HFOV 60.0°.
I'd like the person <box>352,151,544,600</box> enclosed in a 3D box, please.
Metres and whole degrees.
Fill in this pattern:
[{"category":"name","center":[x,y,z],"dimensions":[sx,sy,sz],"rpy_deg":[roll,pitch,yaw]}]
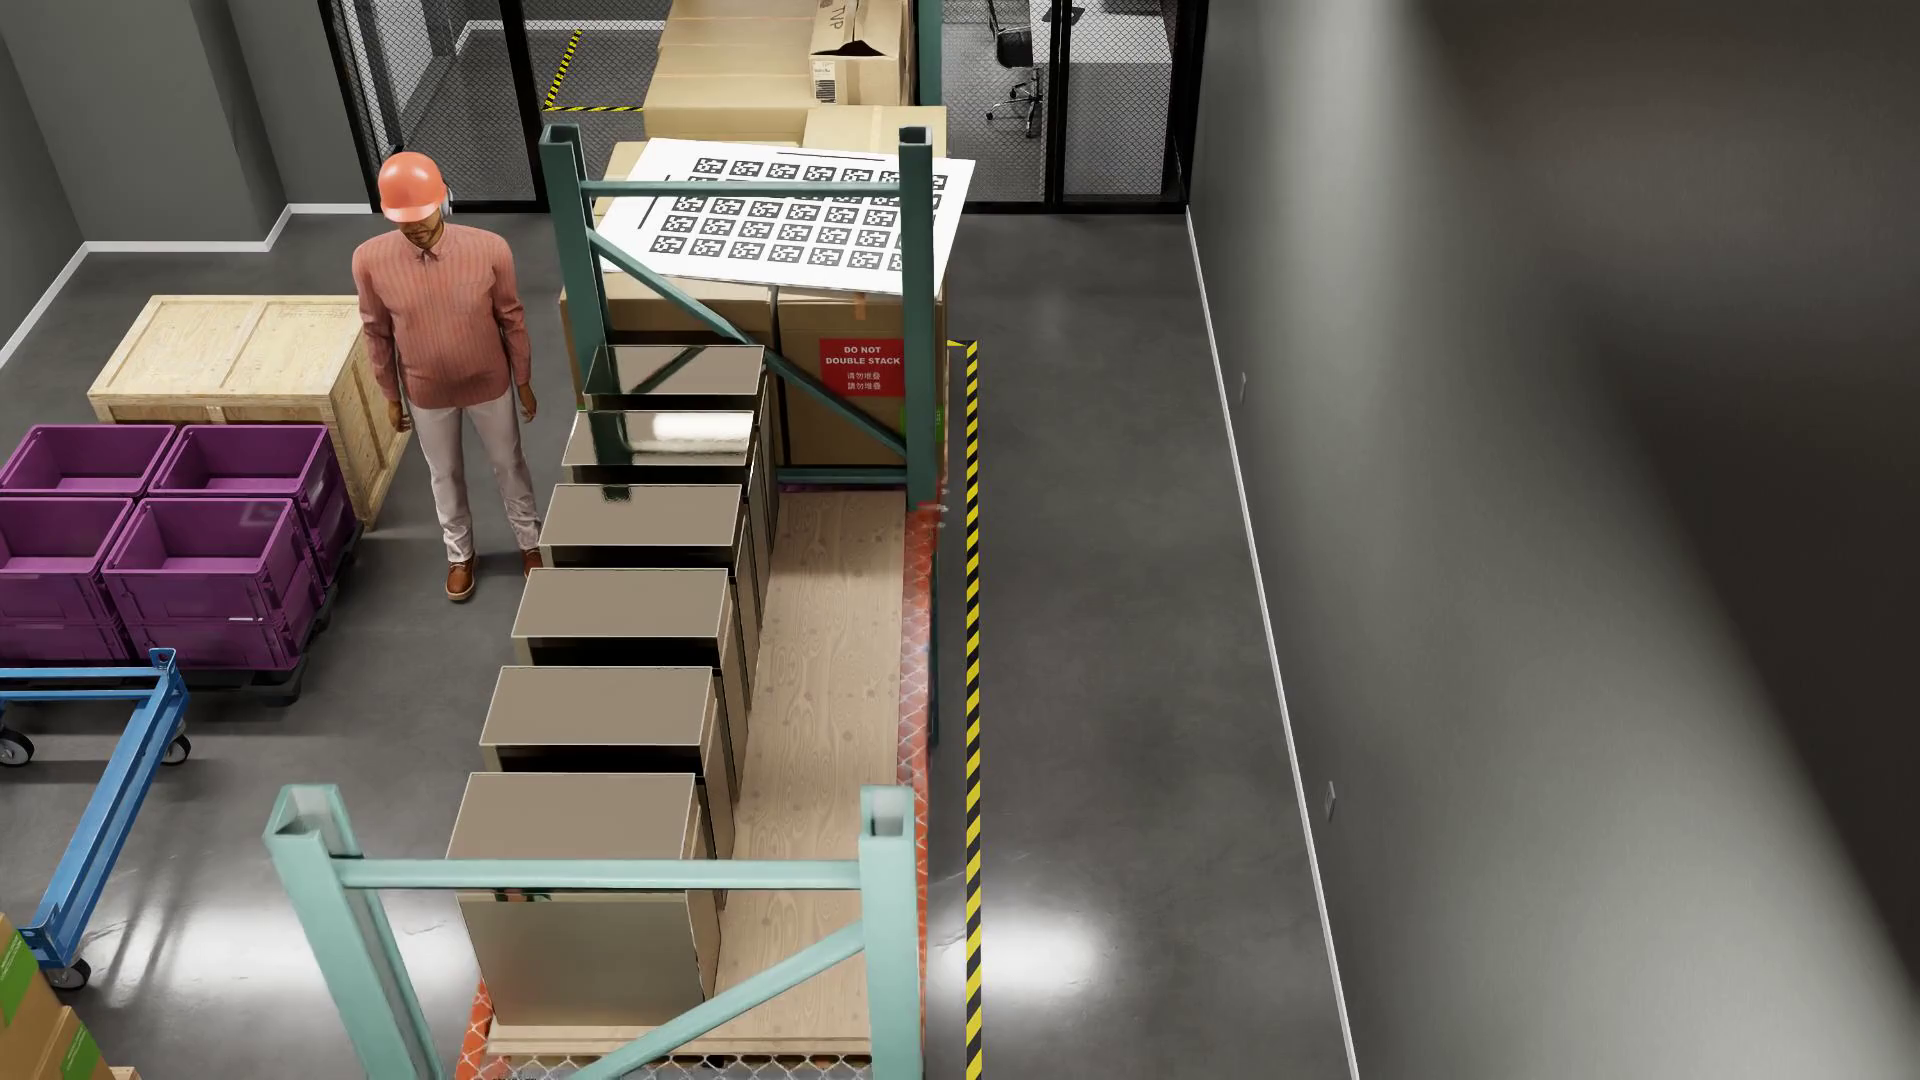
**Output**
[{"category":"person","center":[-1.978,-0.620,6.554],"dimensions":[0.611,1.994,0.375],"rpy_deg":[-10,42,-11]}]
